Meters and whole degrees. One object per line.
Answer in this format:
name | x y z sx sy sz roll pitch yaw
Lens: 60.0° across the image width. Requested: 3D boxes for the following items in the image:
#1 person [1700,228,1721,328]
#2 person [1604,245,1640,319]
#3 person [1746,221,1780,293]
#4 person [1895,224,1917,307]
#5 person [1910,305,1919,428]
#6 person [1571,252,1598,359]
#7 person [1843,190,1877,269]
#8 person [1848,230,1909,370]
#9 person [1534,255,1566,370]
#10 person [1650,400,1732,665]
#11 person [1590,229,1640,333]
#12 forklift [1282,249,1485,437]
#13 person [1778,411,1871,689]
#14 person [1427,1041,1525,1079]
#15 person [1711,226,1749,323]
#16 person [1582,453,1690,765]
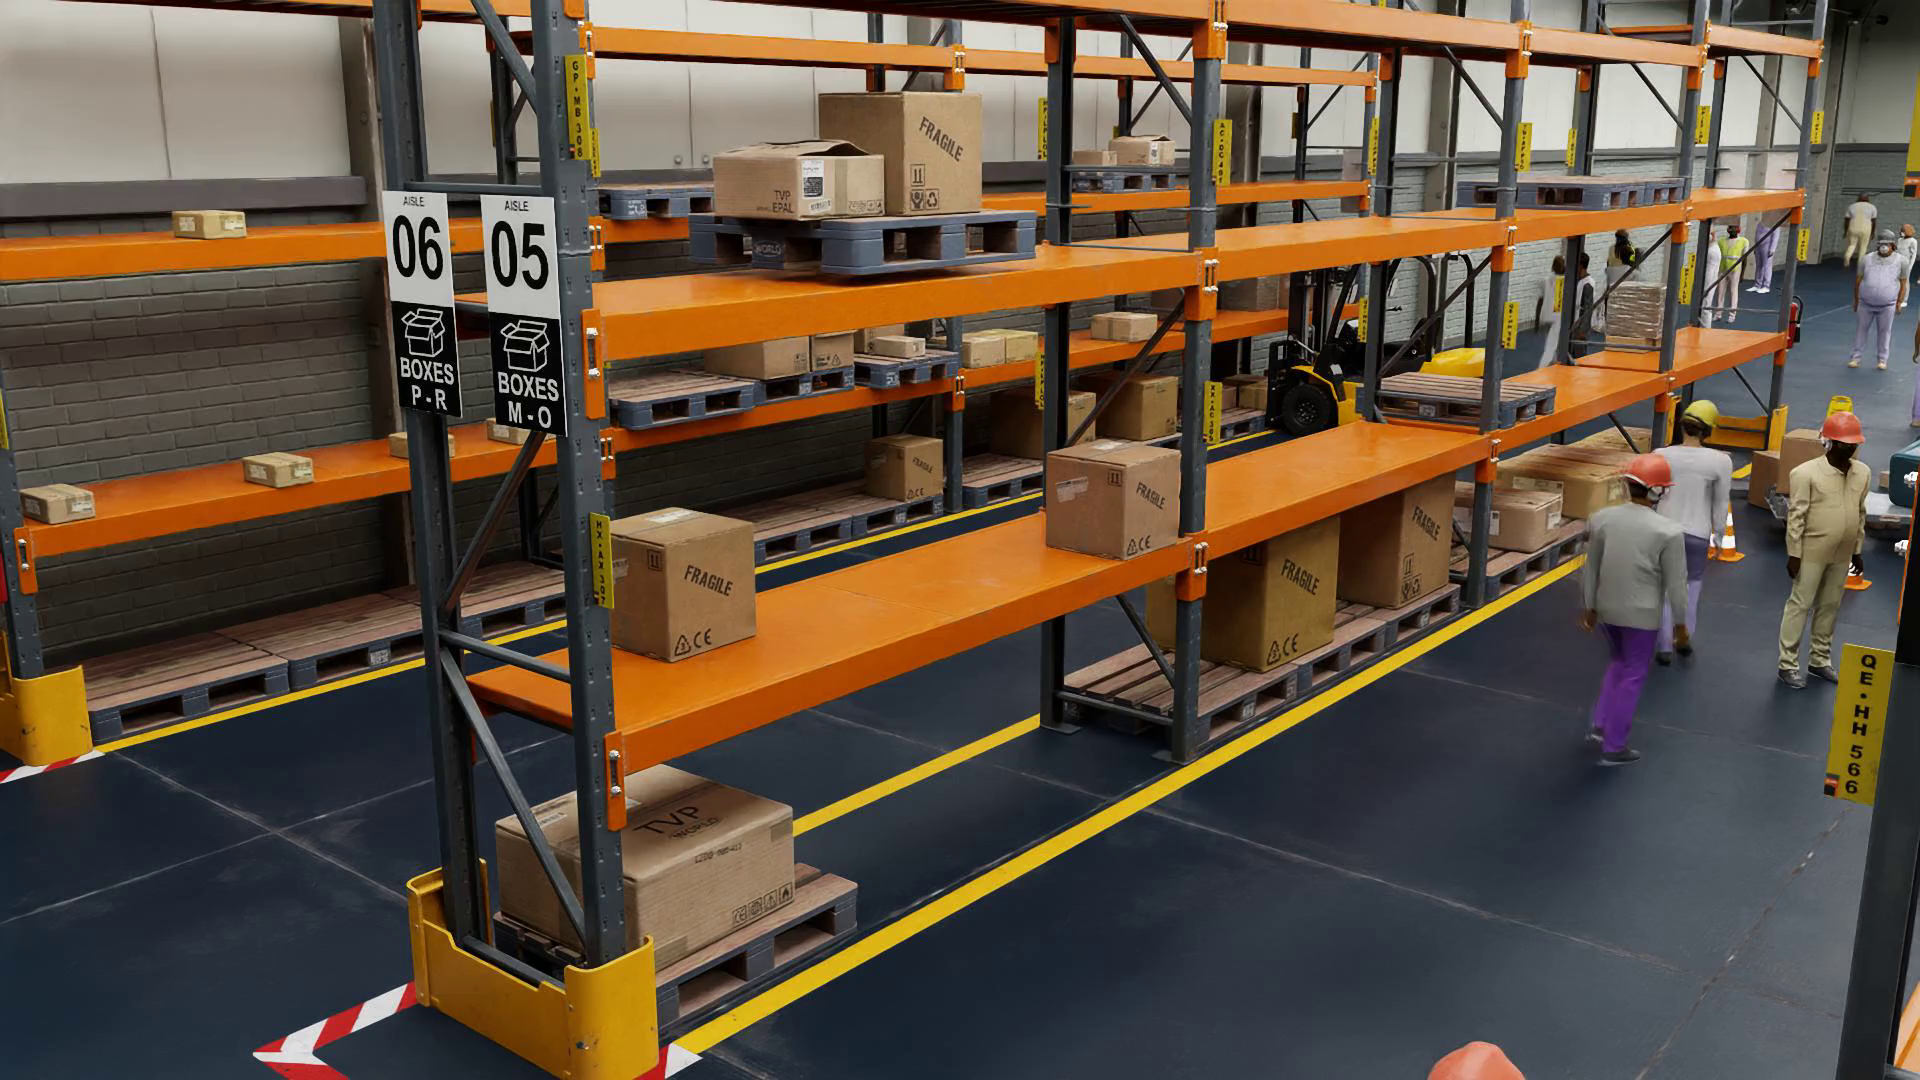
person | 12.284 -4.196 27.449 0.398 1.901 0.650 4 14 17
person | 9.508 -3.312 23.939 0.537 1.855 0.369 13 19 43
person | 17.447 -6.321 36.096 0.407 1.902 0.639 -2 14 -8
person | 18.838 -5.481 33.226 0.284 1.633 0.498 -3 14 -13
person | 11.464 -2.214 19.486 0.514 1.845 0.337 9 17 34
person | 8.068 -2.776 21.635 0.391 1.914 0.590 1 14 6
person | 22.649 -7.808 41.861 0.705 2.000 0.614 10 17 35
person | 13.486 -3.526 24.425 0.676 2.000 0.536 9 16 33
person | 8.149 -2.966 22.649 0.974 1.790 0.516 -9 16 -32
person | 4.728 -0.058 10.922 0.545 1.729 0.532 5 15 21
person | 11.310 -4.446 28.663 0.910 1.797 0.650 -11 17 -37
forklift | 4.886 -2.214 18.767 2.313 2.155 1.214 11 18 38
person | 5.430 0.059 10.419 0.567 1.751 0.329 -4 14 -15
person | 0.970 1.815 3.292 0.562 1.741 0.345 5 15 19
person | 14.064 -4.891 30.390 0.379 1.842 0.570 -12 18 -40
person | 3.722 0.381 9.153 0.480 1.734 0.573 -7 15 -25
